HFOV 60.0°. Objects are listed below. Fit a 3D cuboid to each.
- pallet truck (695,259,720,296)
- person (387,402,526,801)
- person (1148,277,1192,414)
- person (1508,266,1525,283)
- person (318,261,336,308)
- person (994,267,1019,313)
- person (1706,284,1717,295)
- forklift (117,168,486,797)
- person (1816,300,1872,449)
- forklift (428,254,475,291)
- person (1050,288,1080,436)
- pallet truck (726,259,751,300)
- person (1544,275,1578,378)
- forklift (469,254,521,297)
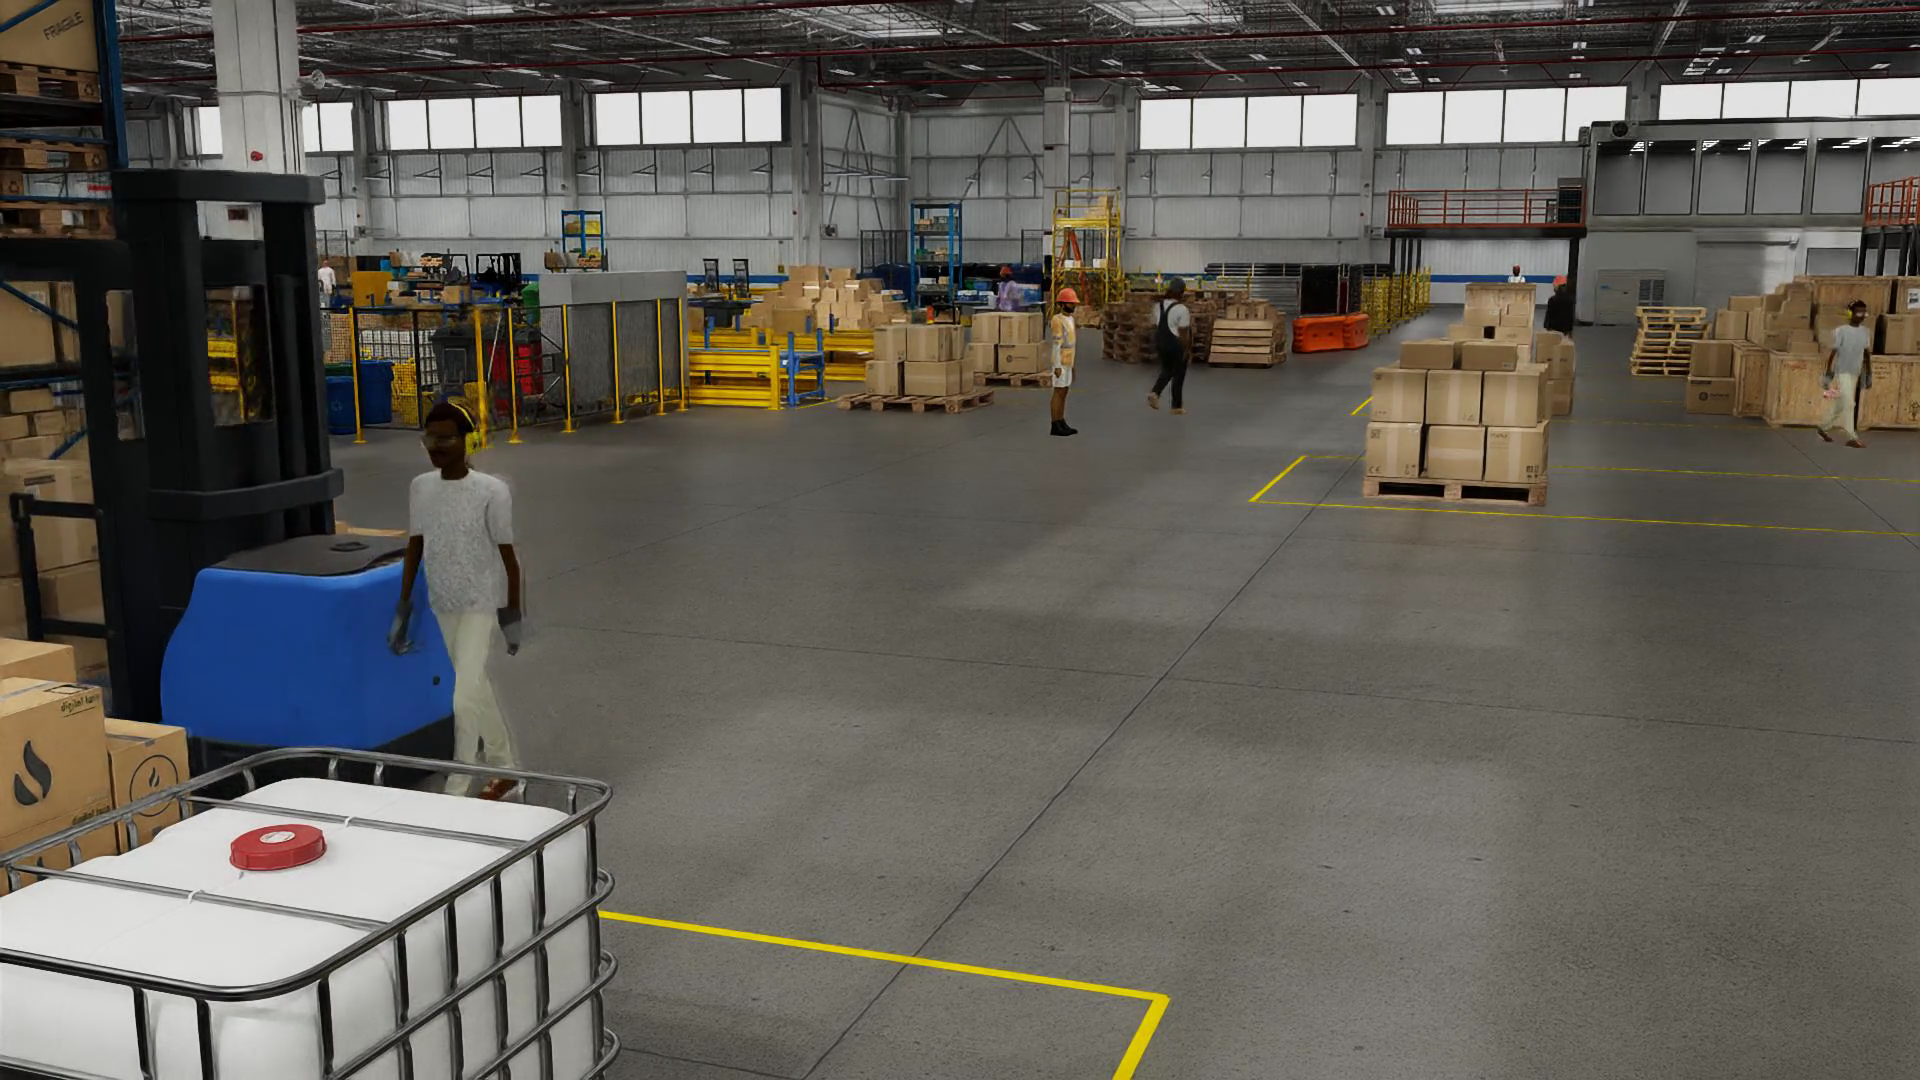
[{"bbox_3d":[-9.165,-9.627,62.776,0.823,1.965,1.885,4,11,23],"label":"pallet truck"},{"bbox_3d":[-2.185,0.332,7.132,0.498,1.832,0.945,4,11,22],"label":"person"},{"bbox_3d":[3.162,-2.868,24.591,0.602,2.000,0.695,-8,13,-37],"label":"person"},{"bbox_3d":[16.636,-7.269,49.818,0.339,1.880,0.584,-7,12,-35],"label":"person"},{"bbox_3d":[-24.002,-9.643,63.134,0.643,1.905,0.400,0,10,2],"label":"person"},{"bbox_3d":[1.037,-5.399,38.990,1.070,1.981,0.645,-7,12,-34],"label":"person"},{"bbox_3d":[23.945,-7.864,53.196,0.958,1.863,0.671,-3,10,-15],"label":"person"},{"bbox_3d":[-3.305,-0.296,7.737,1.873,2.768,1.129,3,11,19],"label":"forklift"},{"bbox_3d":[11.094,-2.088,20.820,0.548,1.830,0.966,-2,10,-13],"label":"person"},{"bbox_3d":[-20.133,-10.254,65.465,1.157,1.987,2.680,3,11,19],"label":"forklift"},{"bbox_3d":[1.389,-2.343,21.922,0.378,1.938,0.547,5,11,24],"label":"person"},{"bbox_3d":[-7.986,-9.493,62.019,0.823,1.965,1.885,3,11,17],"label":"pallet truck"},{"bbox_3d":[10.920,-3.827,30.221,0.622,1.966,0.929,-6,12,-30],"label":"person"},{"bbox_3d":[-17.990,-10.121,64.684,1.157,1.987,2.680,3,11,17],"label":"forklift"}]
